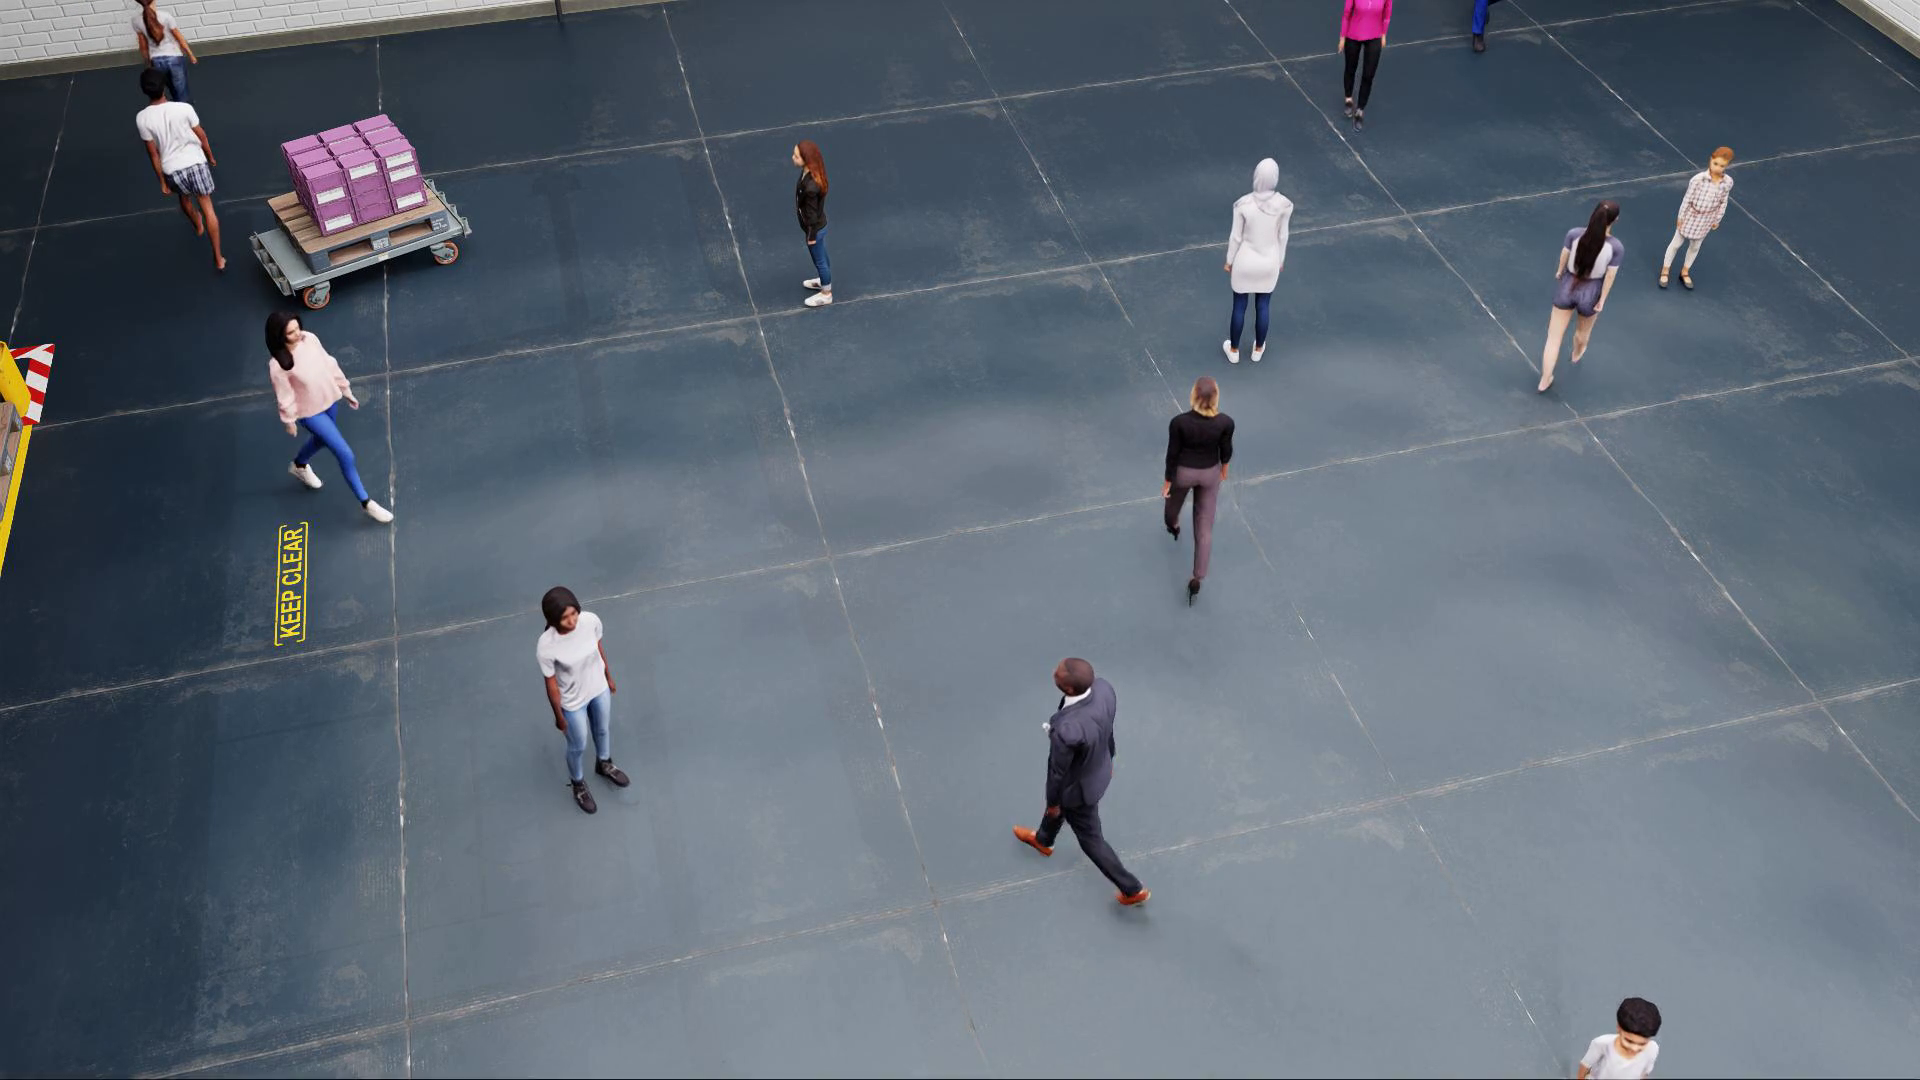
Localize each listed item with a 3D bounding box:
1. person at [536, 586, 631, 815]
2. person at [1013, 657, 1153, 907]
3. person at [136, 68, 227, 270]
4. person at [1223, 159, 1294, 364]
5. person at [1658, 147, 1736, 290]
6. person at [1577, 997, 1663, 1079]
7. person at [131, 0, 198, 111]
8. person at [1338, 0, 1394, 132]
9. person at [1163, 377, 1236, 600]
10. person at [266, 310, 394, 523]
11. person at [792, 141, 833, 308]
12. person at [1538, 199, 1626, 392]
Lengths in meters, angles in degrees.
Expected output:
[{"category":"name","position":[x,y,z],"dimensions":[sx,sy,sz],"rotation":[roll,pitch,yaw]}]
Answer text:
[{"category":"person","position":[-2.220,0.910,9.755],"dimensions":[0.684,1.719,0.663],"rotation":[31,52,28]},{"category":"person","position":[0.738,1.365,9.226],"dimensions":[1.281,1.789,1.194],"rotation":[23,48,22]},{"category":"person","position":[-6.482,-3.063,13.945],"dimensions":[0.685,1.692,1.139],"rotation":[-14,45,-14]},{"category":"person","position":[2.299,-2.147,12.921],"dimensions":[0.670,1.777,0.629],"rotation":[2,44,2]},{"category":"person","position":[6.152,-2.705,13.846],"dimensions":[0.591,1.310,0.599],"rotation":[4,44,4]},{"category":"person","position":[3.224,2.644,8.273],"dimensions":[0.658,1.251,0.775],"rotation":[9,44,9]},{"category":"person","position":[-7.351,-4.370,15.439],"dimensions":[0.642,1.523,1.017],"rotation":[-4,44,-4]},{"category":"person","position":[3.829,-4.813,15.786],"dimensions":[0.796,1.685,0.918],"rotation":[8,44,8]},{"category":"person","position":[1.582,-0.319,11.116],"dimensions":[0.786,1.621,1.103],"rotation":[0,44,0]},{"category":"person","position":[-4.582,-0.920,11.678],"dimensions":[1.150,1.716,1.206],"rotation":[14,45,15]},{"category":"person","position":[-1.187,-2.612,13.624],"dimensions":[0.640,1.480,0.470],"rotation":[-4,44,-5]},{"category":"person","position":[4.699,-1.823,12.695],"dimensions":[0.968,1.619,1.027],"rotation":[21,47,21]}]
